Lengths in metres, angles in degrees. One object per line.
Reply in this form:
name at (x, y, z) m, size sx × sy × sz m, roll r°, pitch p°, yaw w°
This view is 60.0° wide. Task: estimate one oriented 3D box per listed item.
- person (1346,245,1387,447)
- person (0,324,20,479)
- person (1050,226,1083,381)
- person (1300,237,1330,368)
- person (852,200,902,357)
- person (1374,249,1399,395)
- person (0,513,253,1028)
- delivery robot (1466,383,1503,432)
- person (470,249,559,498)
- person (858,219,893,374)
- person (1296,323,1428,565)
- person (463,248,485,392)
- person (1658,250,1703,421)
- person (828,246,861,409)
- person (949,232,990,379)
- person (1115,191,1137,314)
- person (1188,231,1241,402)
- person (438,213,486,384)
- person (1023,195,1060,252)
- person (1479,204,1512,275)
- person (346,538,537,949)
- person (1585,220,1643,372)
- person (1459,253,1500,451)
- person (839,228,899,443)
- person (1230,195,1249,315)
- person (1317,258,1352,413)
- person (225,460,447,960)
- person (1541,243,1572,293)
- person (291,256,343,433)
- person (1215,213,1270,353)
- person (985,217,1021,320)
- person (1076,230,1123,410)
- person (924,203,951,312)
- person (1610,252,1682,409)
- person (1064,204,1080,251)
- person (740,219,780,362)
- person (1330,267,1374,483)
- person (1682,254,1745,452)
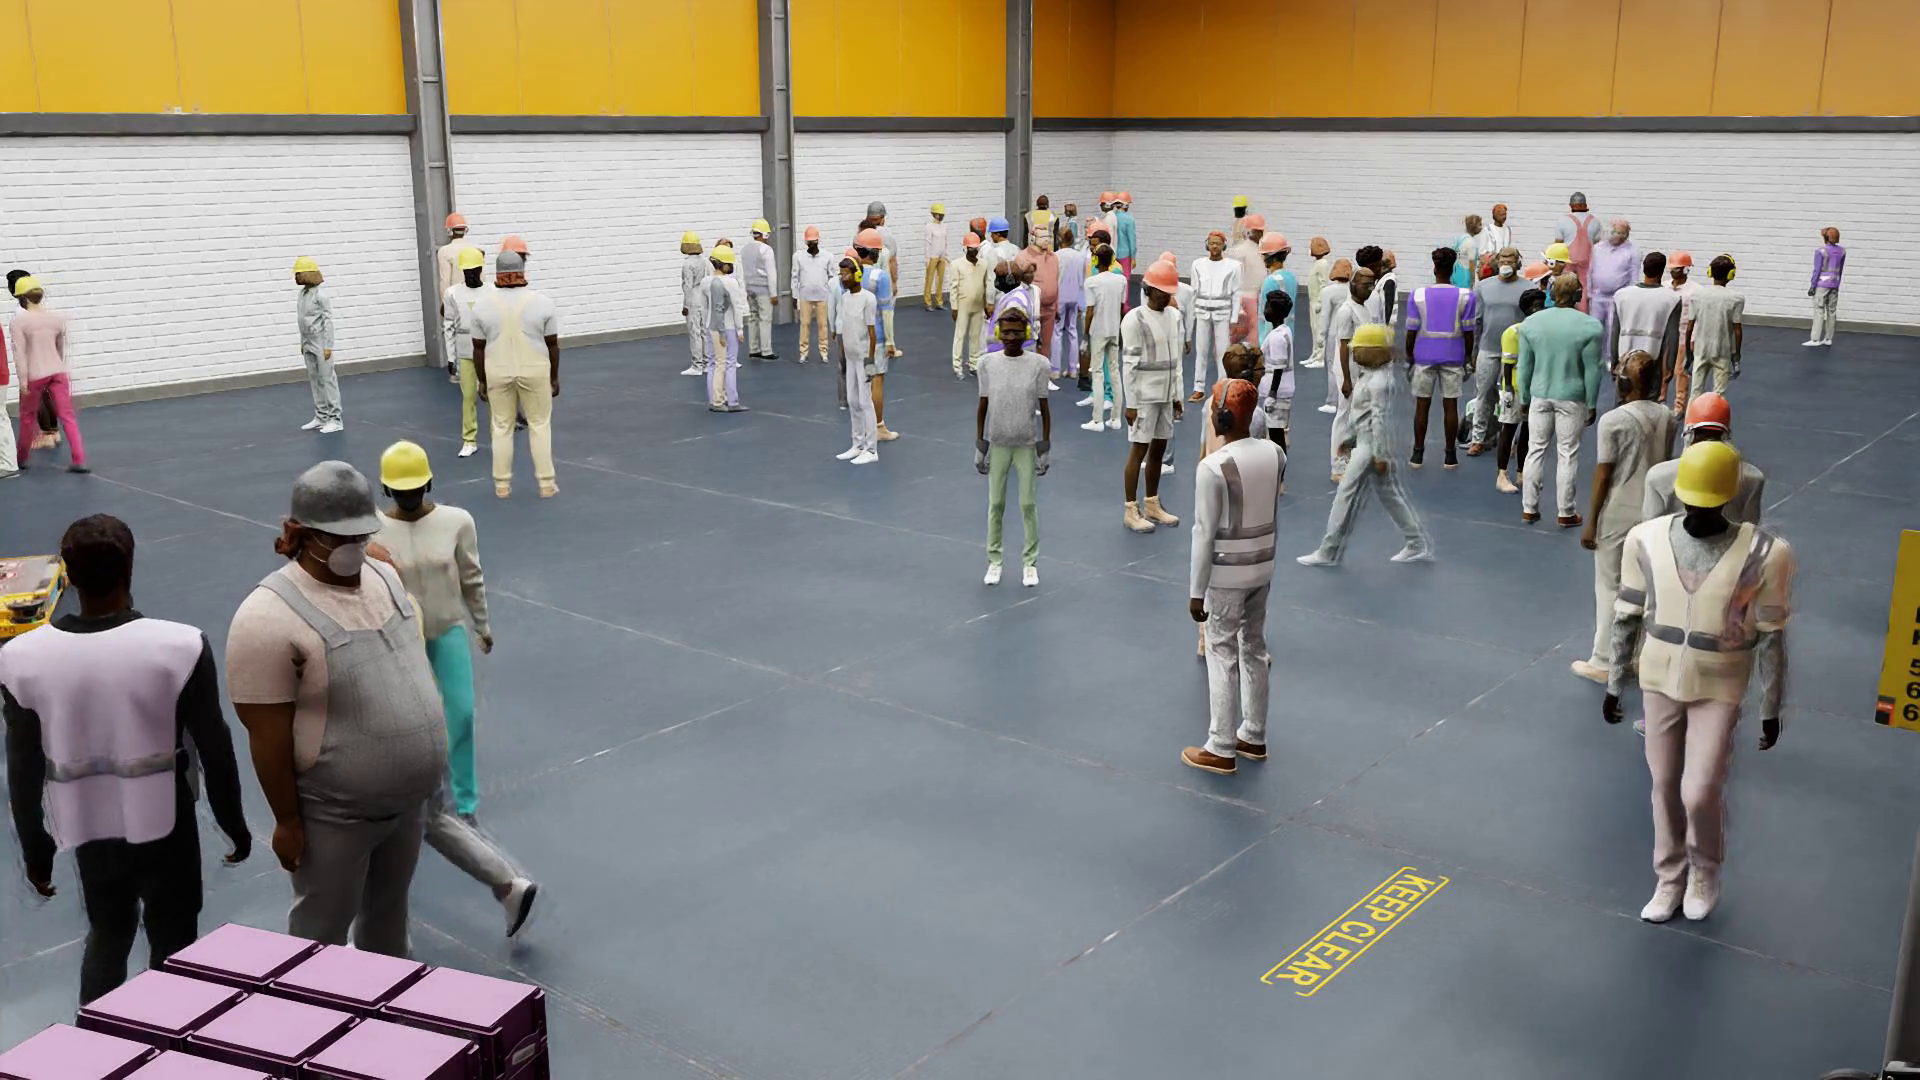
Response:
person at (3.645, -1.663, 14.971) m, size 0.367 × 1.966 × 0.606 m, roll -2°, pitch 14°, yaw -6°
person at (-8.426, -1.401, 14.386) m, size 0.350 × 1.739 × 0.574 m, roll -11°, pitch 18°, yaw -38°
person at (1.252, -2.824, 19.883) m, size 0.518 × 1.836 × 0.347 m, roll -8°, pitch 16°, yaw -28°
person at (4.490, -2.992, 20.953) m, size 0.274 × 1.632 × 0.507 m, roll 0°, pitch 14°, yaw 1°
person at (-1.052, -3.432, 21.890) m, size 0.683 × 2.000 × 0.538 m, roll 11°, pitch 18°, yaw 37°
person at (4.794, -2.462, 18.825) m, size 0.310 × 1.640 × 0.514 m, roll 1°, pitch 14°, yaw 5°
person at (-2.493, 0.859, 5.016) m, size 0.607 × 1.903 × 0.430 m, roll -1°, pitch 14°, yaw -5°
delivery robot at (5.157, -1.278, 16.103) m, size 0.477 × 0.478 × 0.707 m, roll 9°, pitch 16°, yaw 31°
person at (-3.620, -1.368, 13.642) m, size 0.691 × 2.000 × 0.537 m, roll -1°, pitch 14°, yaw -6°
person at (-1.069, -2.966, 20.353) m, size 0.461 × 1.897 × 0.638 m, roll -10°, pitch 17°, yaw -34°
person at (2.851, -0.648, 11.463) m, size 0.904 × 1.699 × 0.495 m, roll 2°, pitch 14°, yaw 8°
person at (-5.549, -2.523, 19.075) m, size 0.314 × 1.636 × 0.517 m, roll -5°, pitch 15°, yaw -21°
person at (7.370, -2.107, 17.174) m, size 0.341 × 1.750 × 0.565 m, roll -8°, pitch 16°, yaw -29°
person at (-1.129, -2.275, 17.847) m, size 0.573 × 1.748 × 0.342 m, roll 4°, pitch 15°, yaw 15°
person at (0.132, -2.820, 20.022) m, size 0.562 × 1.753 × 0.334 m, roll -9°, pitch 16°, yaw -31°
person at (2.518, -4.451, 26.056) m, size 0.622 × 1.992 × 0.380 m, roll 13°, pitch 19°, yaw 42°
person at (2.772, -2.436, 18.226) m, size 0.578 × 1.884 × 0.353 m, roll 6°, pitch 15°, yaw 23°
person at (-5.881, -2.850, 19.655) m, size 0.396 × 1.992 × 0.623 m, roll 11°, pitch 18°, yaw 38°
person at (1.399, -4.978, 28.506) m, size 0.628 × 1.833 × 0.429 m, roll 2°, pitch 14°, yaw 7°
person at (7.786, -3.930, 24.201) m, size 0.579 × 1.883 × 0.352 m, roll -7°, pitch 16°, yaw -27°
person at (-1.950, 0.763, 6.004) m, size 0.697 × 1.611 × 0.540 m, roll 1°, pitch 14°, yaw 6°
person at (8.028, -3.033, 20.643) m, size 0.451 × 1.874 × 0.787 m, roll -12°, pitch 19°, yaw -41°
person at (4.954, -1.756, 15.586) m, size 0.372 × 1.843 × 0.570 m, roll 9°, pitch 16°, yaw 31°
person at (-0.867, -1.958, 15.995) m, size 0.607 × 2.044 × 0.371 m, roll 10°, pitch 17°, yaw 35°
person at (4.488, -4.558, 26.657) m, size 0.437 × 1.907 × 0.613 m, roll -2°, pitch 14°, yaw -7°
person at (4.026, -2.161, 17.633) m, size 0.500 × 1.633 × 0.286 m, roll -4°, pitch 15°, yaw -17°
person at (-1.867, 0.743, 5.205) m, size 0.537 × 2.000 × 0.689 m, roll 5°, pitch 15°, yaw 19°
person at (6.086, -2.154, 17.216) m, size 0.403 × 1.826 × 0.590 m, roll 6°, pitch 15°, yaw 22°
person at (-6.409, -1.939, 16.523) m, size 0.490 × 1.743 × 0.324 m, roll 11°, pitch 18°, yaw 38°
person at (3.525, -3.028, 20.440) m, size 0.935 × 1.967 × 0.607 m, roll 13°, pitch 19°, yaw 42°
person at (0.505, -2.888, 19.929) m, size 0.417 × 1.939 × 0.610 m, roll 10°, pitch 17°, yaw 35°
person at (1.538, -2.356, 17.836) m, size 0.399 × 1.920 × 0.590 m, roll -7°, pitch 16°, yaw -26°
person at (-0.365, -4.616, 27.215) m, size 0.420 × 1.748 × 0.548 m, roll 11°, pitch 18°, yaw 38°
person at (6.101, -1.609, 14.873) m, size 0.585 × 1.913 × 0.398 m, roll 9°, pitch 17°, yaw 33°
person at (1.990, -5.177, 29.699) m, size 0.315 × 1.630 × 0.516 m, roll 0°, pitch 14°, yaw -1°
person at (-2.570, -3.221, 21.497) m, size 0.403 × 1.824 × 0.597 m, roll -13°, pitch 19°, yaw -42°
person at (3.355, -1.392, 14.140) m, size 0.345 × 1.844 × 0.508 m, roll 8°, pitch 16°, yaw 29°
person at (6.867, -1.660, 15.178) m, size 0.515 × 1.861 × 0.328 m, roll 11°, pitch 18°, yaw 38°
